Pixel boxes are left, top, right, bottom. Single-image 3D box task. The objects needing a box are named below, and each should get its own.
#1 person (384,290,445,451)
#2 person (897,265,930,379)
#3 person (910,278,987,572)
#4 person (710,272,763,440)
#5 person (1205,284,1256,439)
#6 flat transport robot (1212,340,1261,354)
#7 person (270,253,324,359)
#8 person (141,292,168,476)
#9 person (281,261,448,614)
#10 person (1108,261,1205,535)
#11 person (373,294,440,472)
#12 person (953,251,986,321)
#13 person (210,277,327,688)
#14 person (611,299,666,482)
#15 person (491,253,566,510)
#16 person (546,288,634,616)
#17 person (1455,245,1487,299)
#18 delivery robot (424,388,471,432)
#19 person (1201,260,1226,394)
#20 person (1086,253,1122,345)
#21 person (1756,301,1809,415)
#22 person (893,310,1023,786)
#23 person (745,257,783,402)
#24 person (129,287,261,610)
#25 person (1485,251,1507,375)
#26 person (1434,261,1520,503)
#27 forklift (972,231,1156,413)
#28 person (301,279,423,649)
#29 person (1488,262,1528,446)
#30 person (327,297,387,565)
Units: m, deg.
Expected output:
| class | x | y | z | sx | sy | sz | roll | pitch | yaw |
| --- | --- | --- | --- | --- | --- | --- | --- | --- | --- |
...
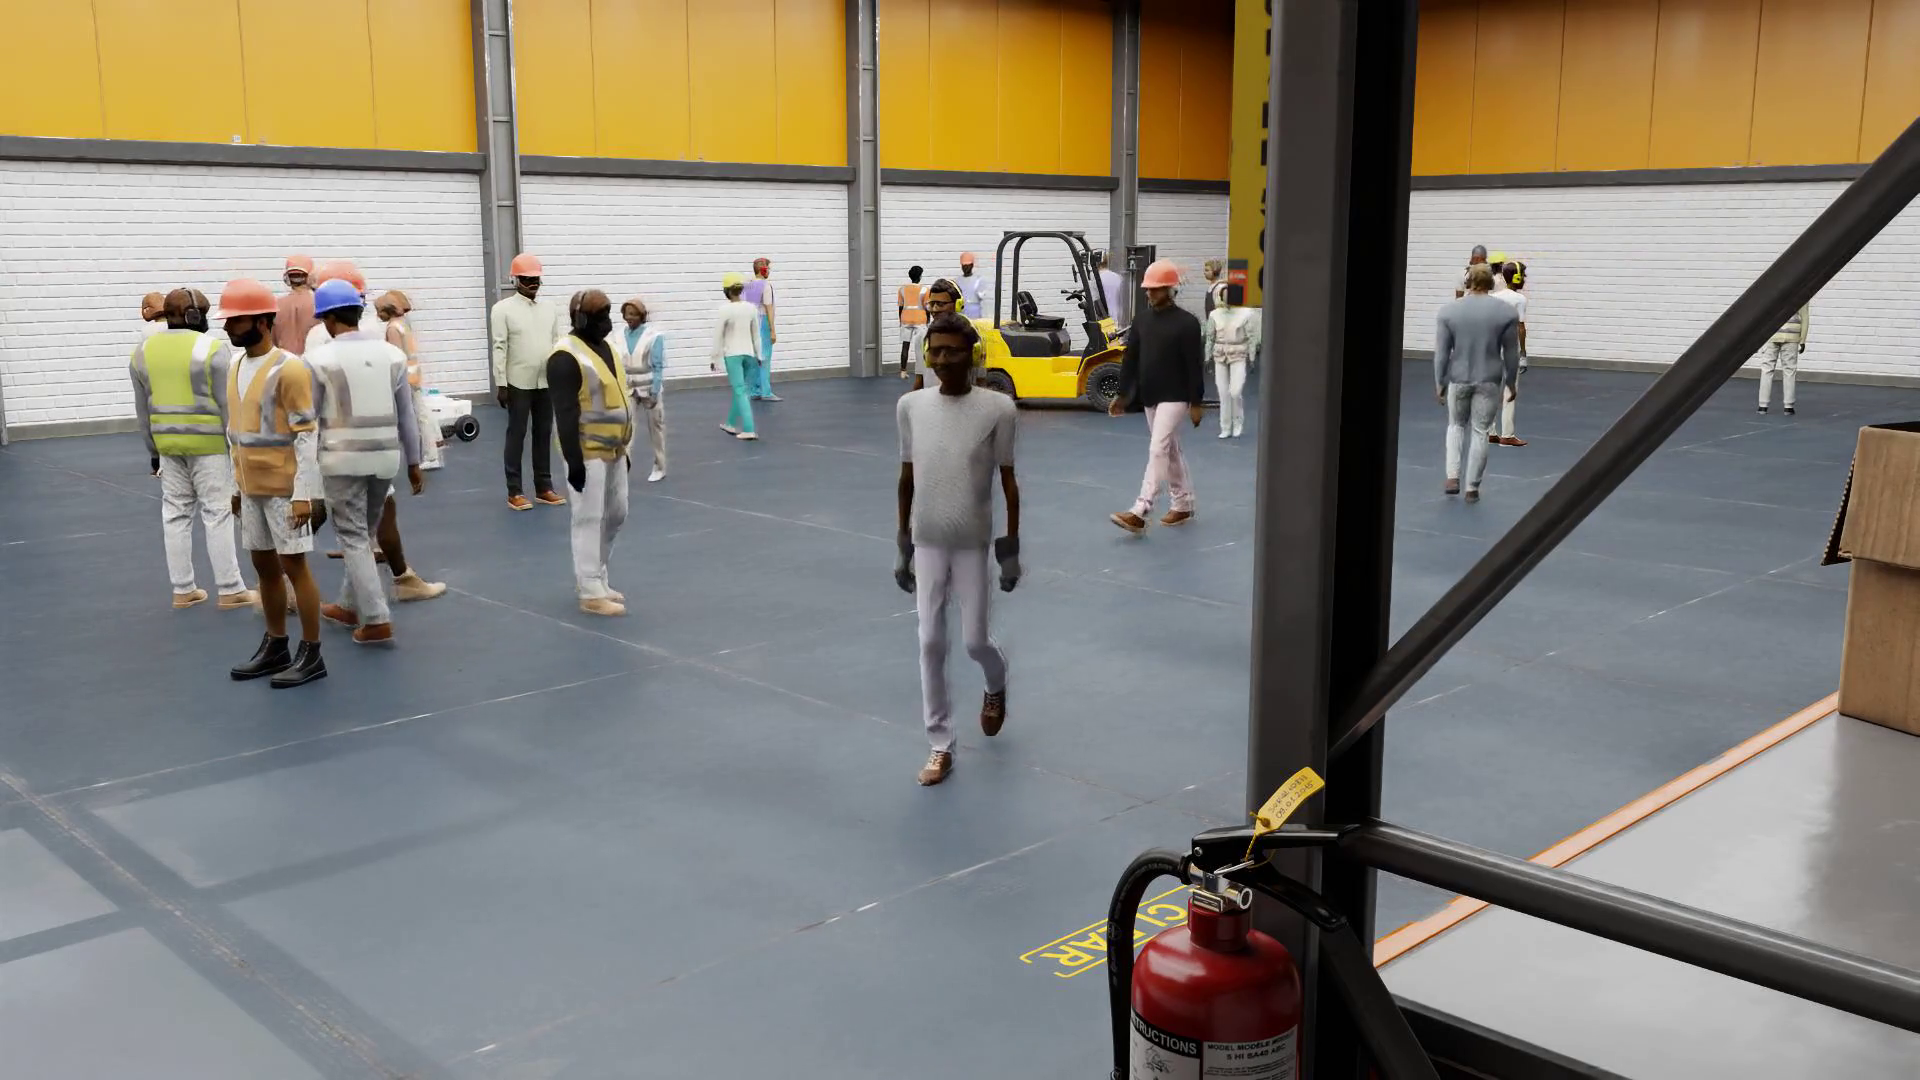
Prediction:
| class | x | y | z | sx | sy | sz | roll | pitch | yaw |
| --- | --- | --- | --- | --- | --- | --- | --- | --- | --- |
| person | -5.526 | -1.651 | 16.366 | 0.858 | 1.585 | 0.514 | -3 | 11 | -18 |
| person | -0.675 | -3.219 | 24.665 | 0.532 | 1.690 | 0.321 | 3 | 11 | 18 |
| person | -0.074 | -0.681 | 10.339 | 0.535 | 1.863 | 0.309 | 4 | 11 | 23 |
| person | -2.414 | -1.932 | 17.480 | 0.834 | 1.730 | 0.553 | 10 | 14 | 43 |
| person | 2.820 | -1.864 | 17.423 | 0.543 | 1.623 | 0.377 | 6 | 12 | 31 |
| flat transport robot | 5.109 | -3.501 | 30.062 | 0.652 | 0.197 | 1.431 | 7 | 12 | 34 |
| person | -5.275 | -1.313 | 13.458 | 0.635 | 1.989 | 0.421 | 0 | 10 | 1 |
| person | -7.065 | -1.381 | 14.784 | 0.282 | 1.633 | 0.499 | 2 | 11 | 13 |
| person | -3.507 | -0.571 | 9.408 | 1.030 | 1.997 | 0.622 | -9 | 14 | -41 |
| person | 1.380 | -1.017 | 11.954 | 1.010 | 1.942 | 0.640 | -8 | 13 | -36 |
| person | -5.085 | -1.399 | 14.944 | 0.801 | 1.592 | 0.524 | -1 | 10 | -4 |
| person | 0.157 | -3.334 | 24.721 | 0.549 | 1.911 | 0.869 | 3 | 11 | 15 |
| person | -3.282 | -0.262 | 7.857 | 0.552 | 1.935 | 0.374 | 7 | 12 | 32 |
| person | -2.744 | -1.245 | 14.146 | 0.518 | 1.589 | 0.861 | 3 | 11 | 13 |
| person | -3.361 | -1.240 | 13.028 | 0.389 | 1.992 | 0.625 | 8 | 13 | 38 |
| person | -2.066 | -0.501 | 9.436 | 0.430 | 1.845 | 0.650 | 3 | 11 | 16 |
| person | 7.903 | -3.527 | 25.378 | 0.682 | 2.000 | 0.971 | 5 | 11 | 24 |
| delivery robot | -5.414 | -1.321 | 17.147 | 0.477 | 0.478 | 0.707 | 9 | 14 | 40 |
| person | 3.331 | -2.841 | 22.292 | 0.947 | 1.794 | 0.538 | -2 | 11 | -9 |
| person | 2.054 | -3.180 | 23.929 | 0.644 | 1.892 | 1.019 | -6 | 12 | -32 |
| person | 9.761 | -2.396 | 19.795 | 0.587 | 1.826 | 0.404 | 5 | 12 | 26 |
| person | -0.006 | 0.010 | 6.648 | 0.523 | 1.845 | 0.677 | 3 | 11 | 16 |
| person | -2.561 | -2.697 | 21.380 | 0.389 | 1.847 | 0.567 | -8 | 13 | -37 |
| person | -4.353 | -0.512 | 9.493 | 0.619 | 1.839 | 0.430 | 2 | 11 | 10 |
| person | 7.567 | -3.108 | 23.450 | 0.602 | 1.915 | 0.467 | -5 | 12 | -27 |
| person | 4.150 | -1.265 | 13.361 | 0.639 | 1.919 | 0.553 | 4 | 11 | 23 |
| forklift | 1.222 | -2.721 | 20.561 | 2.313 | 2.155 | 1.214 | 2 | 11 | 13 |
| person | -3.227 | -0.402 | 8.706 | 0.794 | 1.900 | 0.652 | 7 | 13 | 34 |
| person | 5.563 | -1.884 | 16.899 | 0.310 | 1.864 | 0.533 | -5 | 11 | -25 |
| person | -3.940 | -0.785 | 10.791 | 0.407 | 1.910 | 0.639 | -7 | 13 | -34 |
